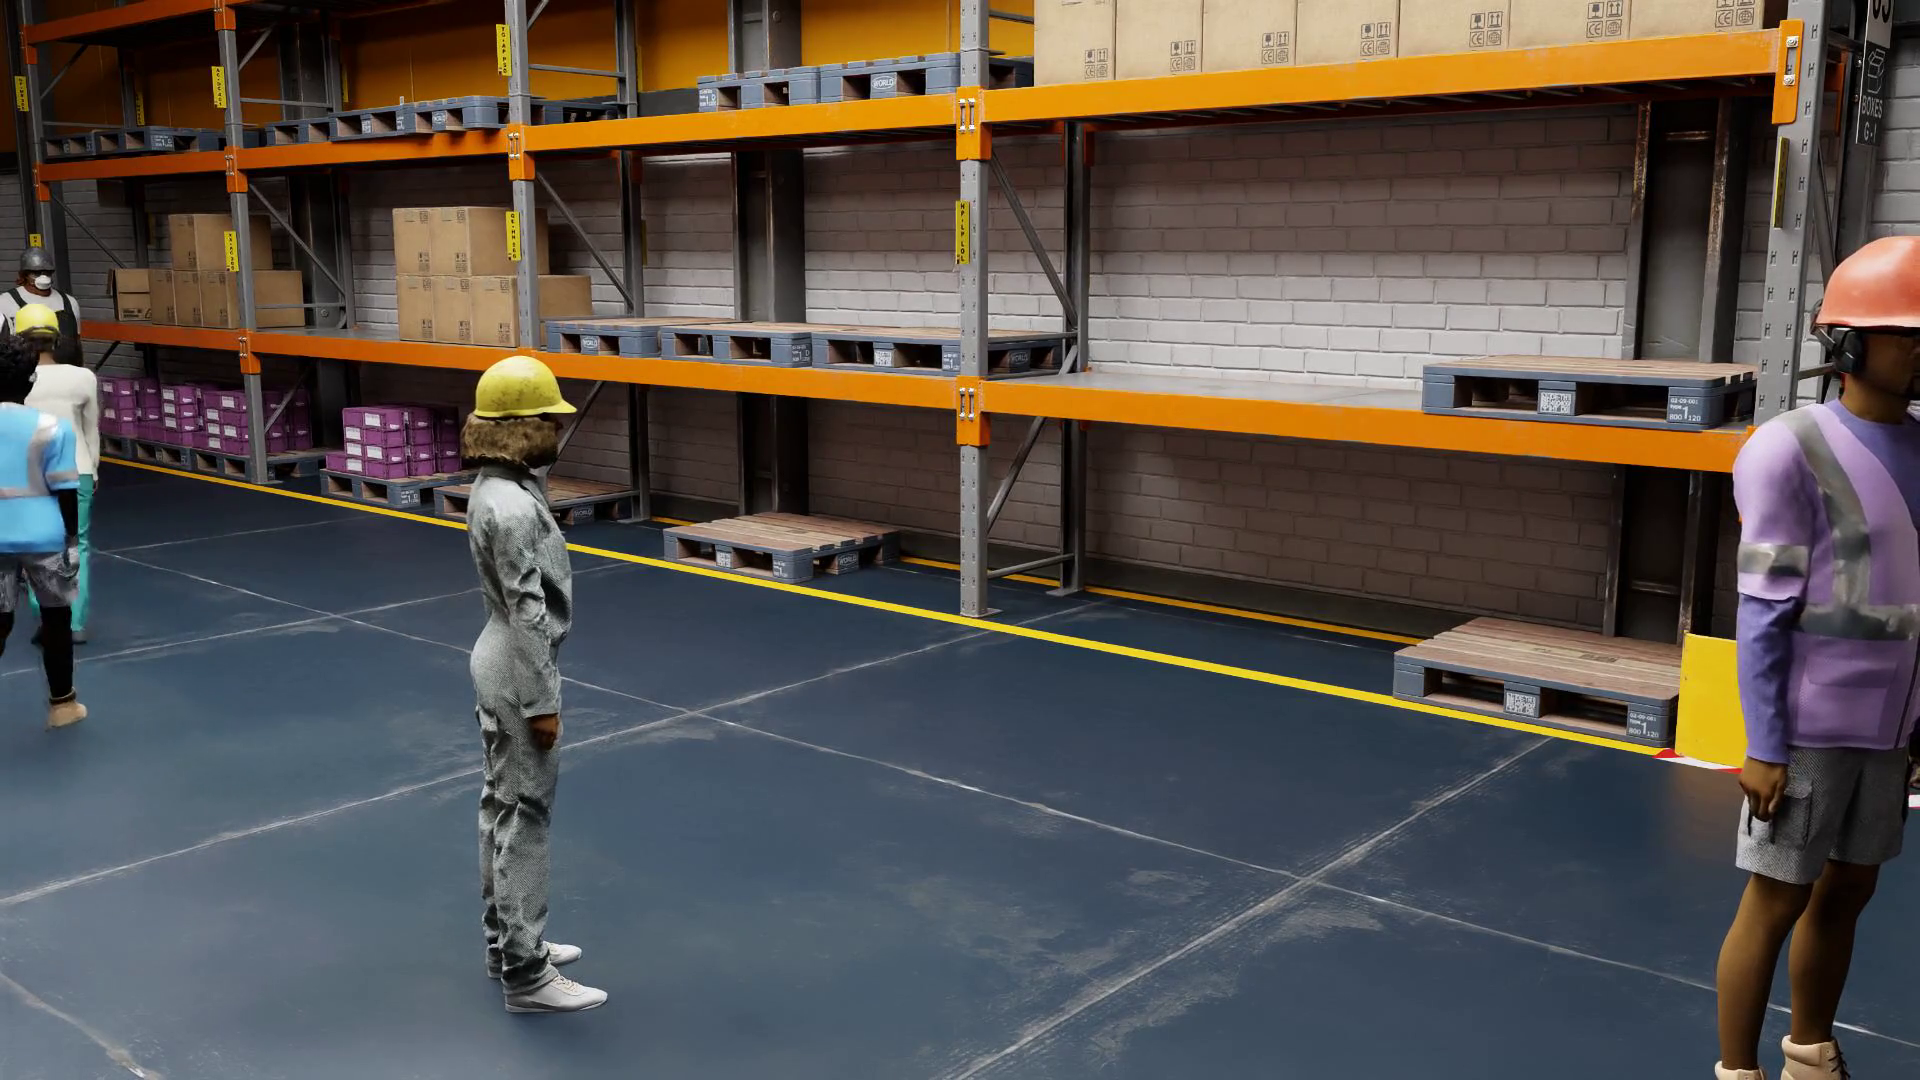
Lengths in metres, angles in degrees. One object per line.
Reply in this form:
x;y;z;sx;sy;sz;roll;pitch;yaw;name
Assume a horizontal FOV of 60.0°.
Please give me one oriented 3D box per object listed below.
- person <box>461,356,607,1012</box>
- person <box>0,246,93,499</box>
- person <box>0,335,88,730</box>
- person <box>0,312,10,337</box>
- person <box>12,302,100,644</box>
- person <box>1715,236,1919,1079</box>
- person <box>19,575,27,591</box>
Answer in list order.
-1.149;0.383;4.449;0.297;1.744;0.487;-4;11;-23;person
-7.204;-1.293;13.143;0.537;2.000;0.675;7;12;34;person
-3.838;0.011;6.745;0.537;1.675;0.679;-1;10;-7;person
-6.897;-0.958;11.597;0.589;1.914;0.392;-5;11;-25;person
-4.626;-0.322;8.447;0.371;1.752;0.527;10;14;44;person
1.922;0.383;3.588;0.605;2.045;0.378;-5;11;-27;person
-5.643;-0.594;9.521;0.853;1.903;0.644;-4;11;-22;person
